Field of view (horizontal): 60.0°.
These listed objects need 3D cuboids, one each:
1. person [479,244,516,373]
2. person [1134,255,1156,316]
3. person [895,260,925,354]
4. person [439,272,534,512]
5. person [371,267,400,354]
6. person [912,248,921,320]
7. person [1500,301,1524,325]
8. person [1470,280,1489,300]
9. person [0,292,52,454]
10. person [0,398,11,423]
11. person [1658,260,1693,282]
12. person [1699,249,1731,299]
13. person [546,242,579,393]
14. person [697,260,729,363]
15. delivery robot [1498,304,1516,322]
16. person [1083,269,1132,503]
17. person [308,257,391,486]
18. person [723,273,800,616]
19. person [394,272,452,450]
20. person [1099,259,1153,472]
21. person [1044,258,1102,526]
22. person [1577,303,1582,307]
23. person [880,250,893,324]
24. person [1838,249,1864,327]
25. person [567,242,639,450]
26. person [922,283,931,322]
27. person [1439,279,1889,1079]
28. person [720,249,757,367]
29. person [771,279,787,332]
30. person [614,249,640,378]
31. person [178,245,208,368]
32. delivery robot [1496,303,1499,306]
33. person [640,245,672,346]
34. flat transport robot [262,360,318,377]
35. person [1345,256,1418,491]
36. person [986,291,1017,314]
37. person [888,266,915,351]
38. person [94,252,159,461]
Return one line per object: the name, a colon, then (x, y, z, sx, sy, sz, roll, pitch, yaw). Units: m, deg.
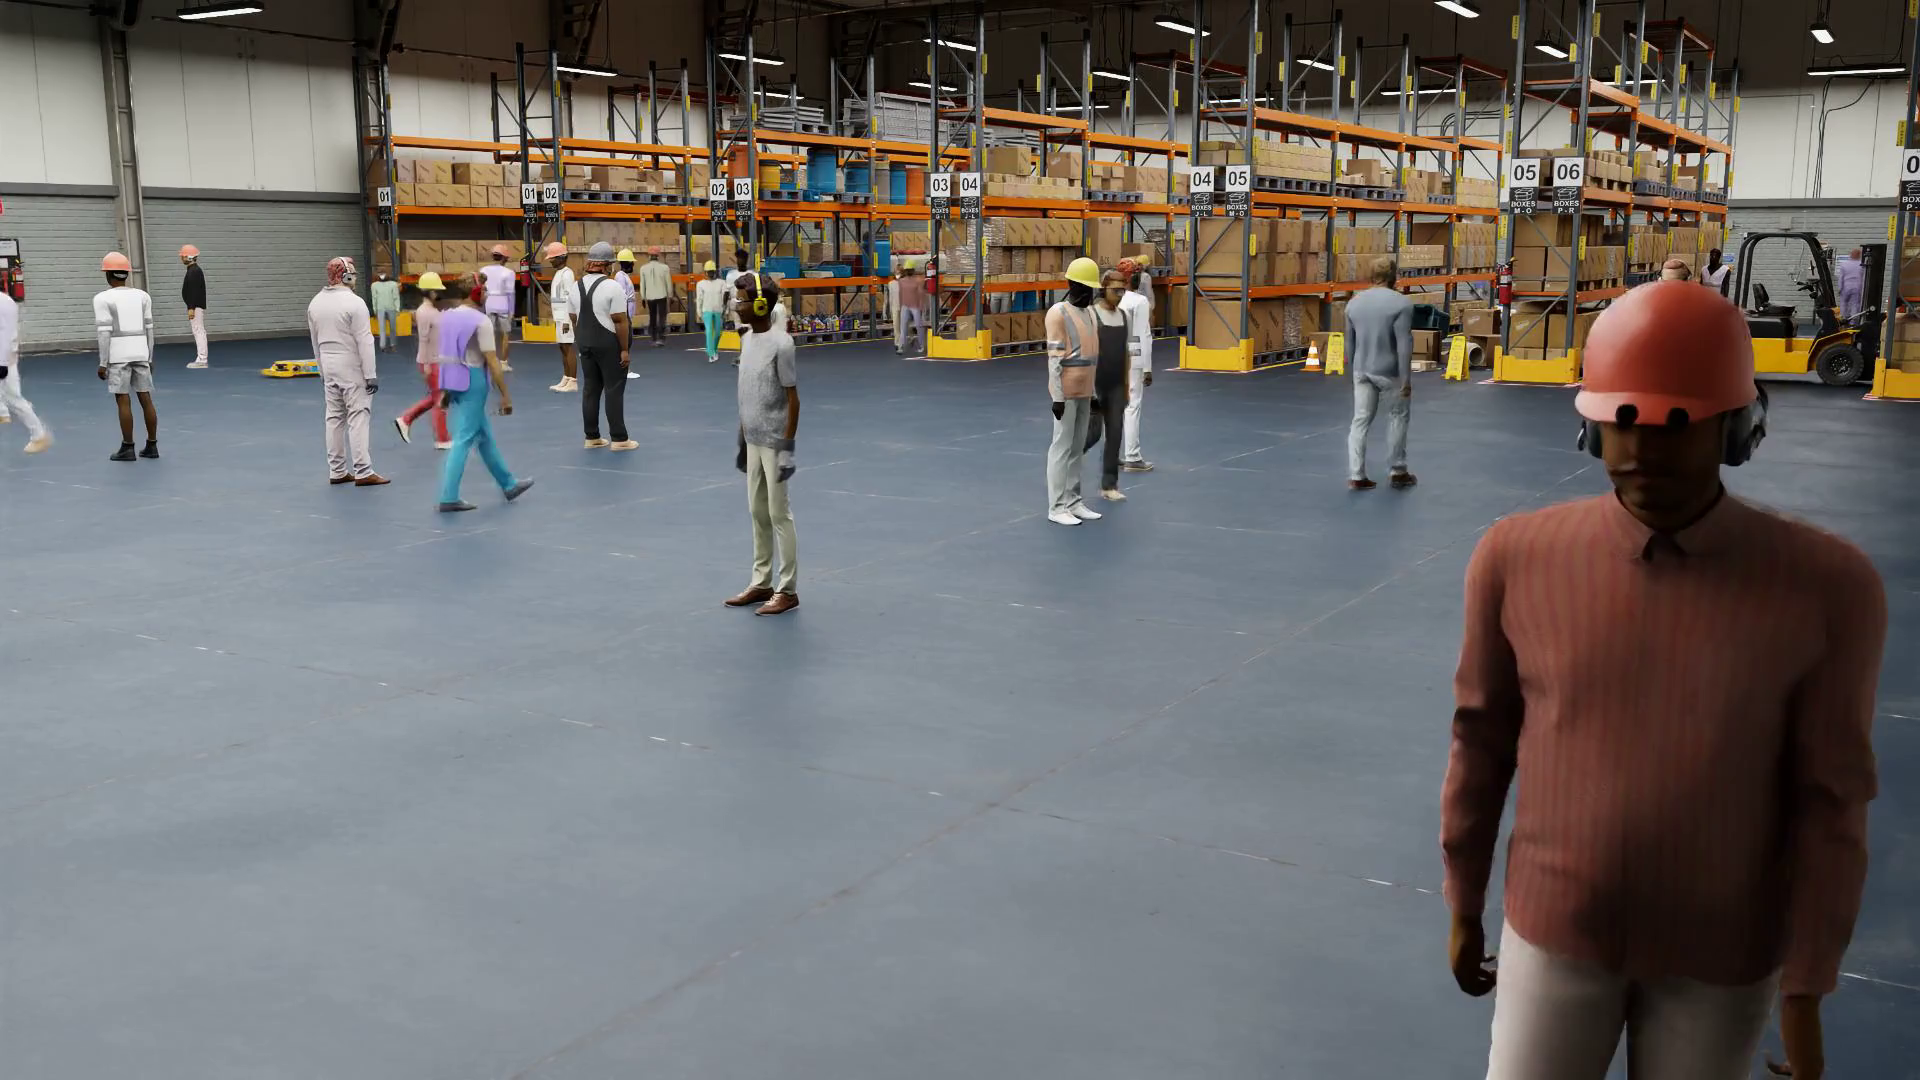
person: (-7.247, -3.602, 25.954, 0.634, 2.011, 0.755, 2, 10, 11)
person: (3.364, -4.272, 30.264, 0.681, 1.806, 0.615, -7, 12, -33)
person: (-0.885, -4.289, 30.630, 0.544, 1.721, 0.923, 5, 11, 24)
person: (-3.629, -1.134, 12.697, 0.596, 1.795, 0.941, 10, 14, 44)
person: (-10.648, -4.273, 30.872, 0.499, 1.594, 0.846, -3, 11, -16)
person: (-1.106, -6.816, 44.296, 0.562, 1.878, 1.017, 4, 11, 22)
person: (13.630, -6.044, 40.808, 0.829, 1.589, 0.554, 3, 11, 17)
person: (13.029, -6.320, 41.490, 0.796, 1.905, 0.560, -3, 11, -19)
person: (-9.162, -1.686, 15.783, 0.633, 1.813, 0.865, 4, 11, 22)
person: (-10.907, -2.188, 18.538, 0.430, 1.836, 0.628, 0, 10, 2)
person: (5.105, -1.064, 12.029, 0.652, 1.904, 0.404, 7, 12, 33)
person: (14.345, -4.581, 31.692, 0.392, 1.919, 0.590, -7, 13, -36)
person: (-5.403, -3.012, 22.574, 0.382, 2.038, 0.606, -5, 11, -26)
person: (-4.251, -3.924, 28.508, 0.528, 1.740, 0.736, -4, 11, -20)
delivery robot: (13.099, -5.488, 40.329, 0.707, 0.478, 0.477, -1, 10, -8)
person: (1.089, -1.221, 13.157, 0.519, 1.825, 0.644, -6, 12, -30)
person: (-5.111, -1.401, 13.916, 0.643, 1.909, 0.410, 5, 11, 28)
person: (-1.070, -0.518, 9.094, 0.336, 1.864, 0.521, -8, 13, -37)
person: (-5.231, -1.743, 16.280, 0.637, 1.750, 0.529, -1, 10, -3)
person: (1.486, -1.549, 14.803, 0.345, 1.882, 0.584, -9, 13, -40)
person: (0.843, -1.073, 12.050, 0.382, 1.917, 0.585, 6, 12, 32)
person: (14.849, -5.877, 39.845, 0.704, 1.596, 0.517, 5, 11, 24)
person: (-1.773, -6.384, 41.932, 0.537, 1.867, 0.314, 6, 12, 30)
person: (21.694, -6.122, 40.446, 0.656, 1.885, 0.744, 4, 11, 23)
person: (-3.472, -1.903, 16.349, 0.687, 2.000, 0.538, 6, 12, 31)
person: (-0.757, -5.993, 40.407, 0.516, 1.629, 0.322, 7, 13, 36)
person: (1.048, 0.591, 2.582, 0.614, 1.971, 0.508, 5, 11, 25)
person: (-3.599, -3.808, 27.366, 0.610, 1.923, 0.934, 5, 11, 24)
person: (-2.248, -2.245, 19.482, 0.514, 1.608, 0.785, 6, 12, 30)
person: (-5.024, -3.398, 25.043, 0.366, 1.927, 0.585, -2, 10, -11)
person: (-12.441, -3.787, 27.026, 0.376, 1.997, 0.612, -3, 11, -19)
delivery robot: (13.245, -5.593, 40.917, 0.477, 0.478, 0.707, 0, 10, -3)
person: (-5.987, -4.805, 32.804, 0.619, 2.006, 0.493, 1, 10, 7)
flat transport robot: (-9.886, -2.660, 25.544, 1.431, 0.197, 0.652, -10, 14, -43)
person: (3.508, -1.366, 13.696, 0.813, 1.909, 0.667, -9, 14, -42)
person: (0.820, -4.813, 32.966, 0.625, 1.934, 0.364, 0, 10, 2)
person: (-1.087, -4.404, 31.595, 0.511, 1.606, 0.658, 4, 11, 19)
person: (-7.785, -1.701, 15.505, 0.368, 1.939, 0.542, 6, 12, 32)
